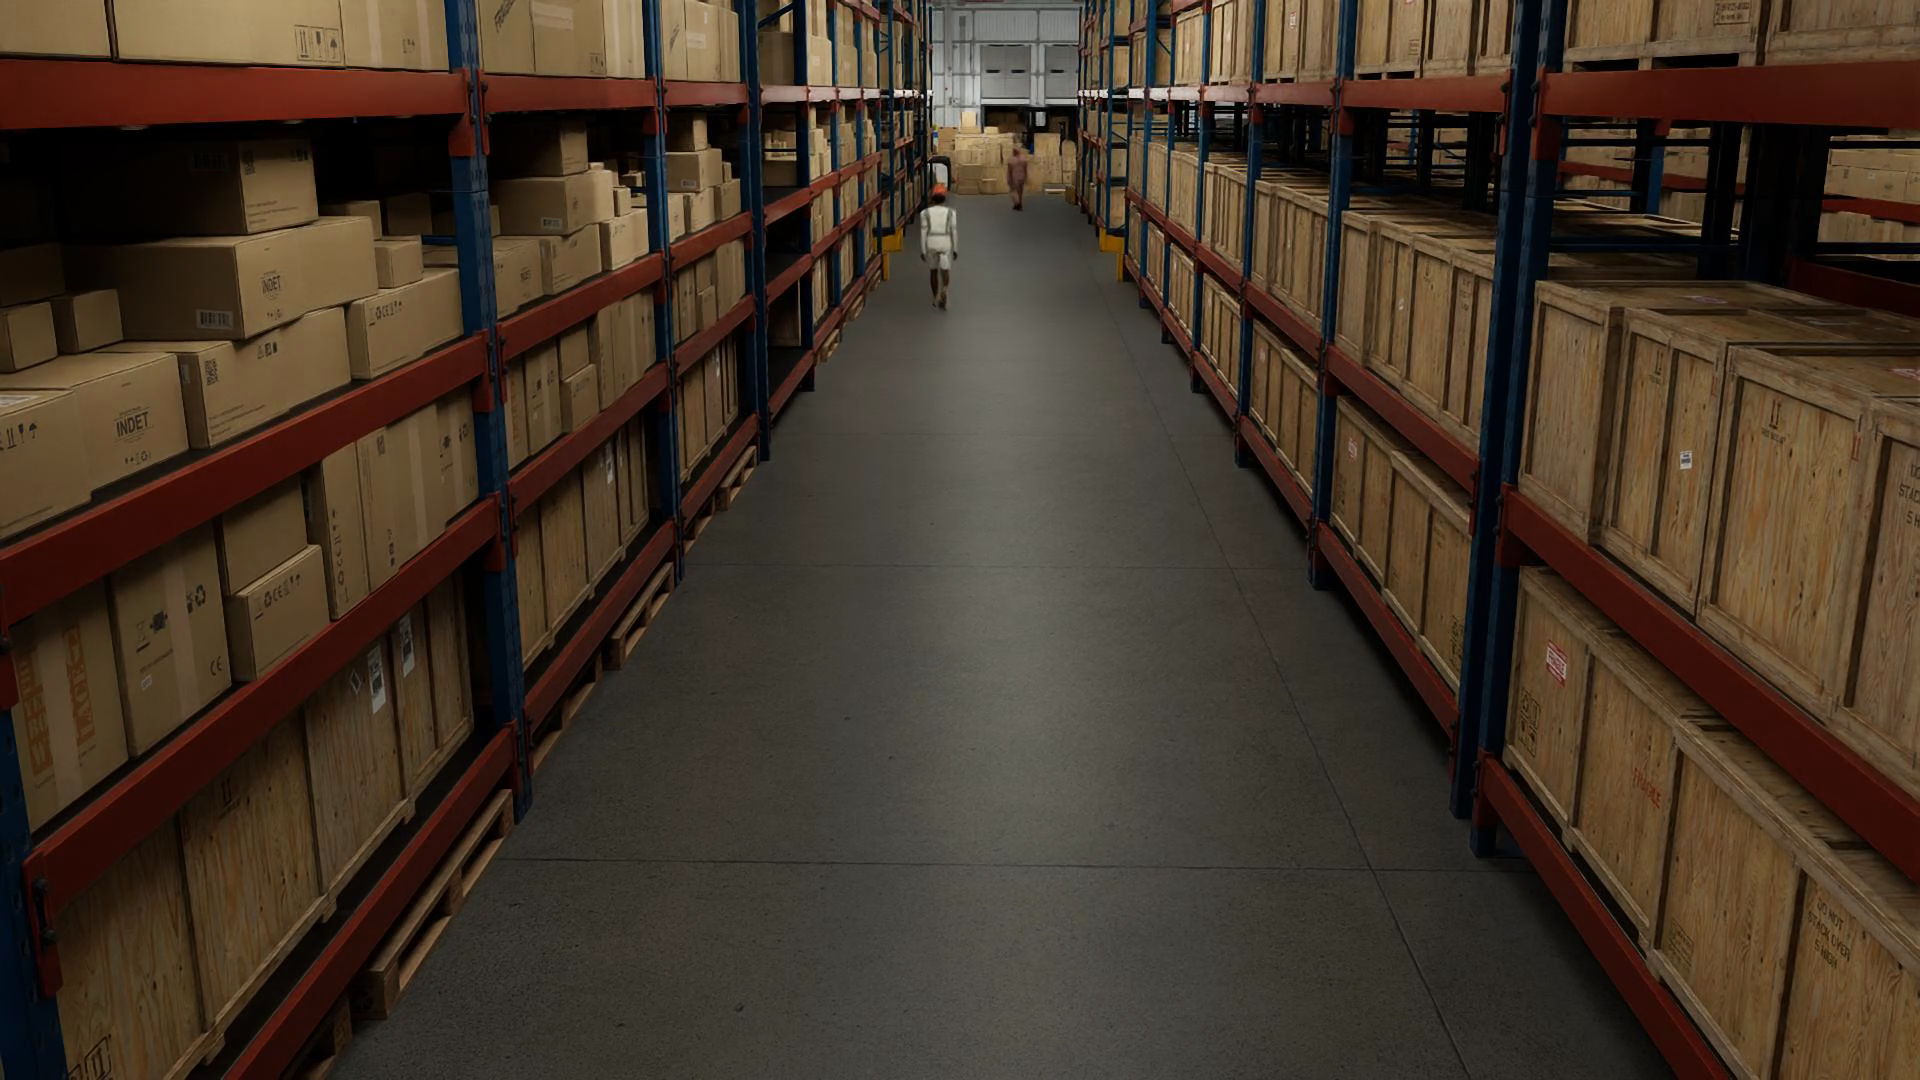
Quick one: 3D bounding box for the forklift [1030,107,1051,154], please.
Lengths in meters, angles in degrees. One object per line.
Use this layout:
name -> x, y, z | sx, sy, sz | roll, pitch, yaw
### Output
forklift -> 3.872, -19.418, 80.038 | 1.129, 2.768, 1.873 | -7, 17, -24

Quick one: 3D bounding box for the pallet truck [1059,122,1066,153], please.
pallet truck -> 5.788, -21.111, 88.014 | 1.885, 1.965, 0.823 | 5, 16, 18

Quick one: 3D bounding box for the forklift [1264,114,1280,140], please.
forklift -> 11.029, -14.015, 59.936 | 1.129, 2.768, 1.873 | 0, 15, 2

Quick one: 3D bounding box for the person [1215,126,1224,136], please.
person -> 12.940, -19.784, 83.285 | 0.553, 1.881, 1.029 | -4, 16, -16

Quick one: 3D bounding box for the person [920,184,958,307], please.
person -> -0.345, -4.810, 27.325 | 0.615, 2.021, 0.790 | -1, 15, -3

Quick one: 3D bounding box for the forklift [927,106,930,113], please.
forklift -> -2.001, -20.667, 84.687 | 1.129, 2.768, 1.873 | 0, 15, 2

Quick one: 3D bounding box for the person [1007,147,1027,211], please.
person -> 1.709, -10.889, 50.197 | 0.689, 1.886, 0.417 | -6, 16, -21
